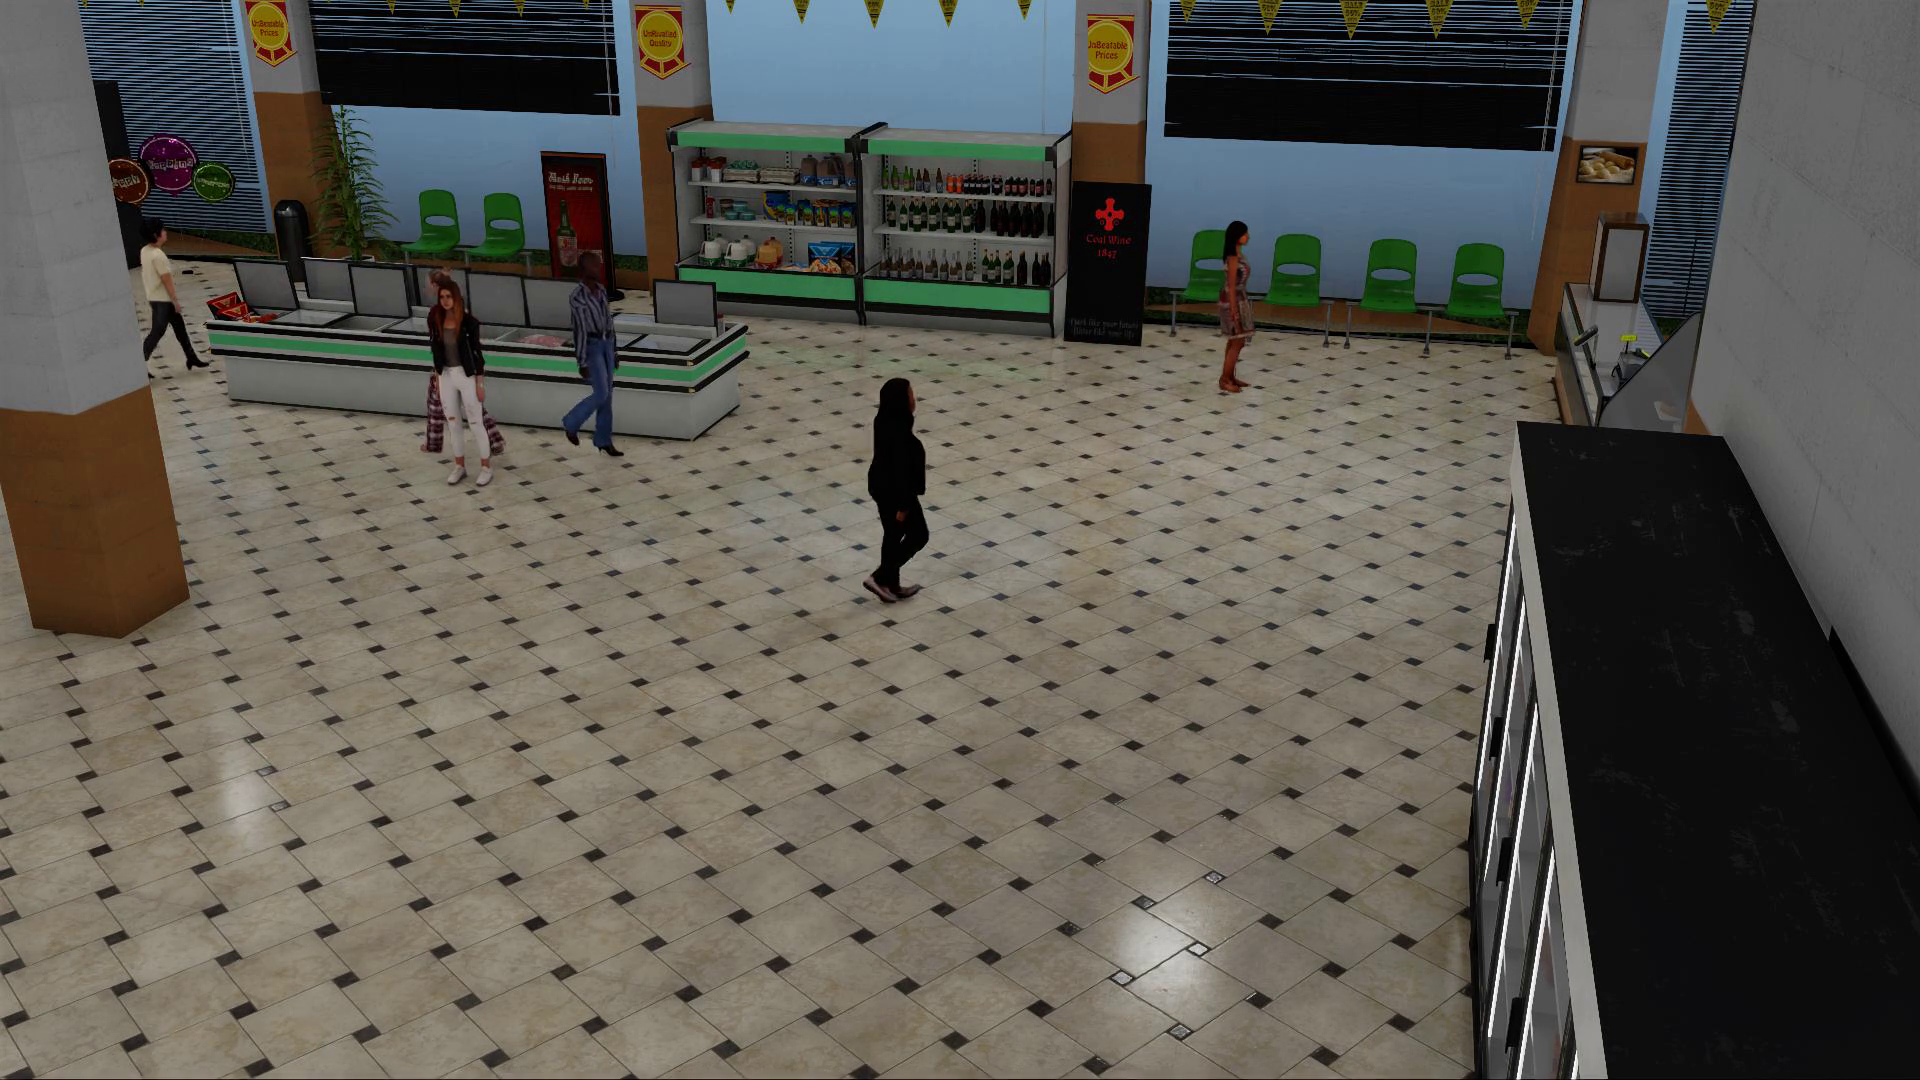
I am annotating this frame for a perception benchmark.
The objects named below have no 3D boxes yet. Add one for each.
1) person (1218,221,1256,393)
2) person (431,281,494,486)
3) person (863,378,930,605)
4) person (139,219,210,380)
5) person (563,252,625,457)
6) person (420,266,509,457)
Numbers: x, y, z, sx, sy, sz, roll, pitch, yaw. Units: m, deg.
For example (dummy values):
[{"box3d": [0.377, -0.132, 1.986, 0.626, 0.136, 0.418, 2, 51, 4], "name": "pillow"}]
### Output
[{"box3d": [2.600, -2.272, 16.110, 0.634, 1.643, 0.689, 3, 22, 7], "name": "person"}, {"box3d": [-4.082, -1.287, 13.583, 0.467, 1.699, 0.638, 5, 22, 11], "name": "person"}, {"box3d": [-0.513, -0.293, 11.242, 0.889, 1.601, 0.828, -10, 24, -23], "name": "person"}, {"box3d": [-7.950, -2.338, 16.400, 0.987, 1.549, 1.026, -18, 28, -37], "name": "person"}, {"box3d": [-3.179, -1.568, 14.175, 0.738, 1.781, 0.634, 7, 23, 17], "name": "person"}, {"box3d": [-4.227, -1.462, 14.073, 1.127, 1.658, 0.751, 10, 24, 23], "name": "person"}]
